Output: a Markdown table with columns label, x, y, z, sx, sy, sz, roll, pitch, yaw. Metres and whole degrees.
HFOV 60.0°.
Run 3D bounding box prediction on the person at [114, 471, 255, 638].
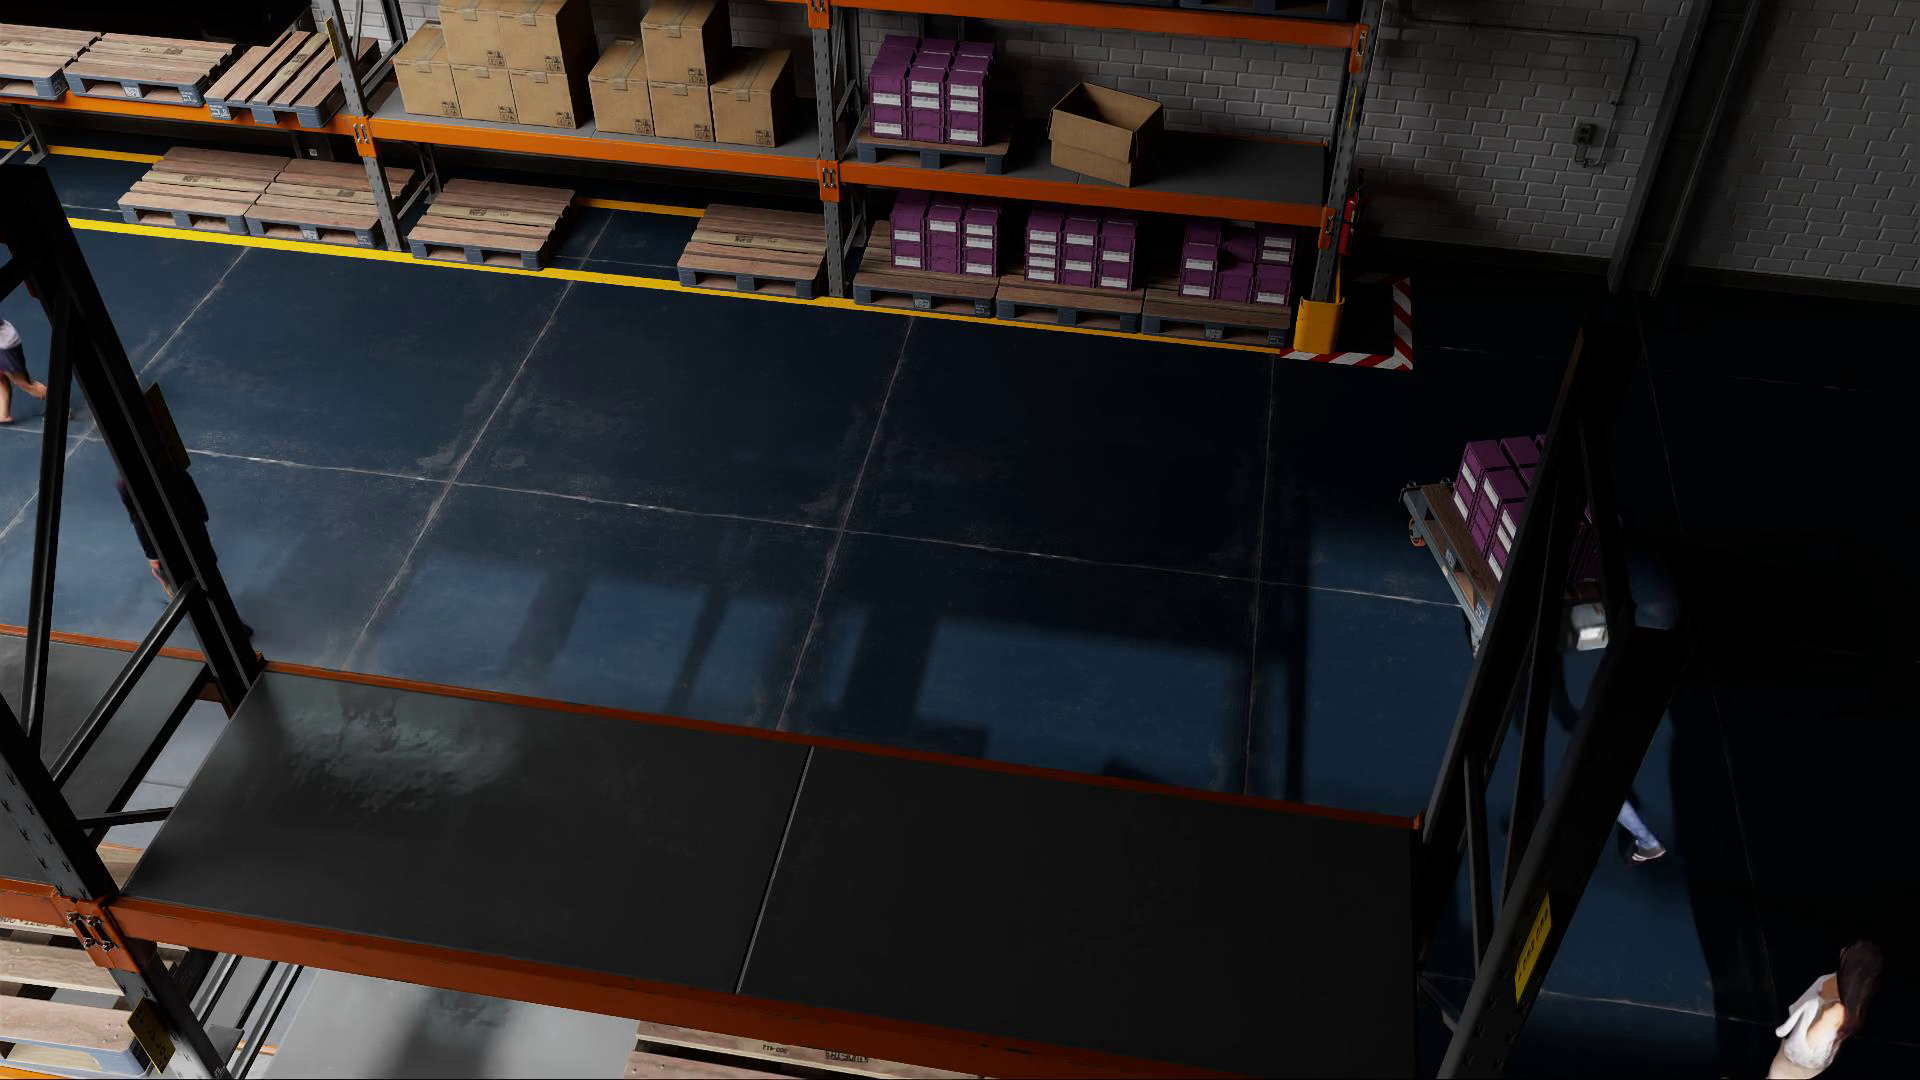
| label | x | y | z | sx | sy | sz | roll | pitch | yaw |
| --- | --- | --- | --- | --- | --- | --- | --- | --- | --- |
| person | -5.155 | -0.096 | 10.804 | 1.090 | 1.792 | 0.822 | 16 | 46 | 16 |

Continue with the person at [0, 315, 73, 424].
| label | x | y | z | sx | sy | sz | roll | pitch | yaw |
| --- | --- | --- | --- | --- | --- | --- | --- | --- | --- |
| person | -7.130 | -1.482 | 12.443 | 0.981 | 1.538 | 0.855 | -17 | 46 | -17 |

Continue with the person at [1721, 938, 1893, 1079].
| label | x | y | z | sx | sy | sz | roll | pitch | yaw |
| --- | --- | --- | --- | --- | --- | --- | --- | --- | --- |
| person | 4.204 | 2.478 | 8.202 | 0.661 | 1.654 | 0.728 | 9 | 44 | 10 |
